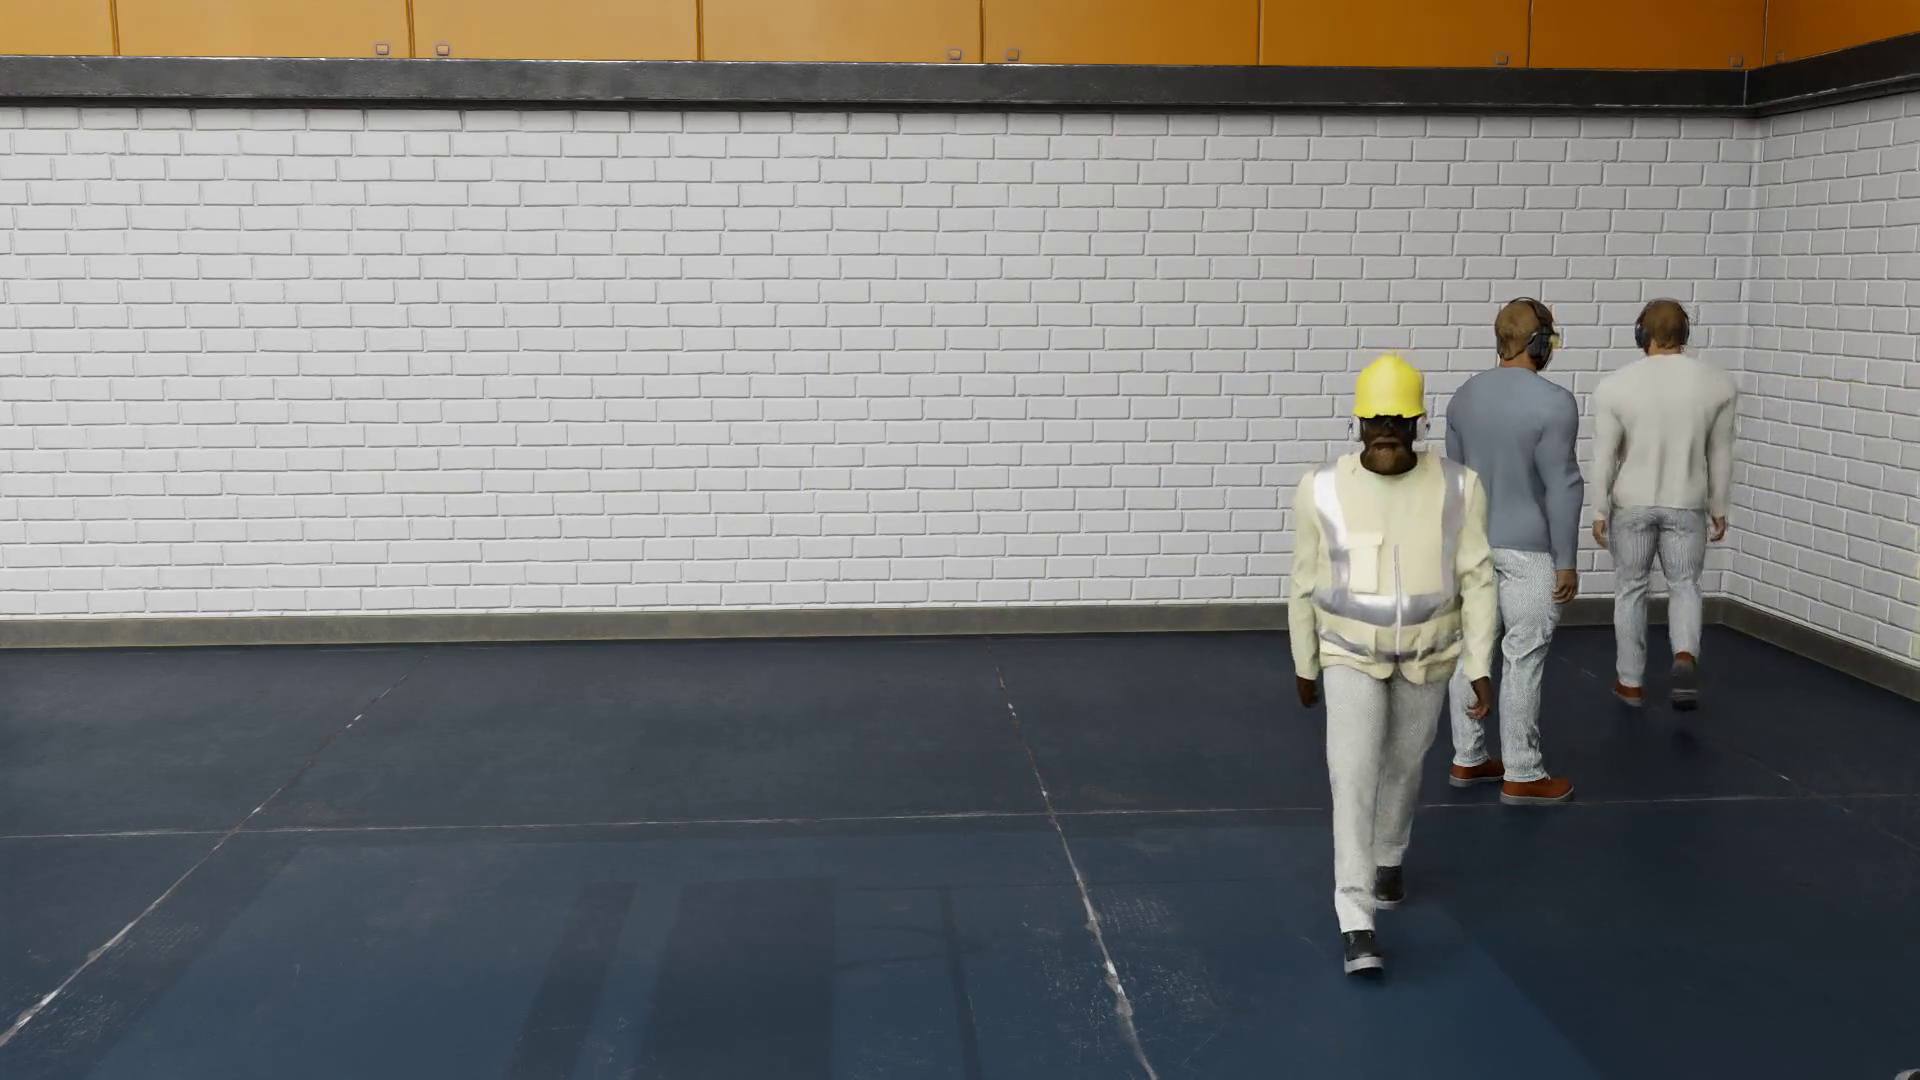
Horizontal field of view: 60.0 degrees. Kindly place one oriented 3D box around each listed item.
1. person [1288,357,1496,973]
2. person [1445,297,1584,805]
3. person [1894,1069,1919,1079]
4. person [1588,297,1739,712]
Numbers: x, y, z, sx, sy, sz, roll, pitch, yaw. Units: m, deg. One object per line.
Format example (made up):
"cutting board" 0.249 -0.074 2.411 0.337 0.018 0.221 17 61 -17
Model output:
"person" 1.299 0.341 5.028 0.587 1.785 0.934 1 9 6
"person" 2.132 0.042 6.412 0.372 1.940 0.632 -5 10 -27
"person" 2.314 0.588 3.408 0.608 1.821 0.583 -4 10 -25
"person" 3.203 -0.144 7.621 0.640 1.924 0.672 2 9 12
